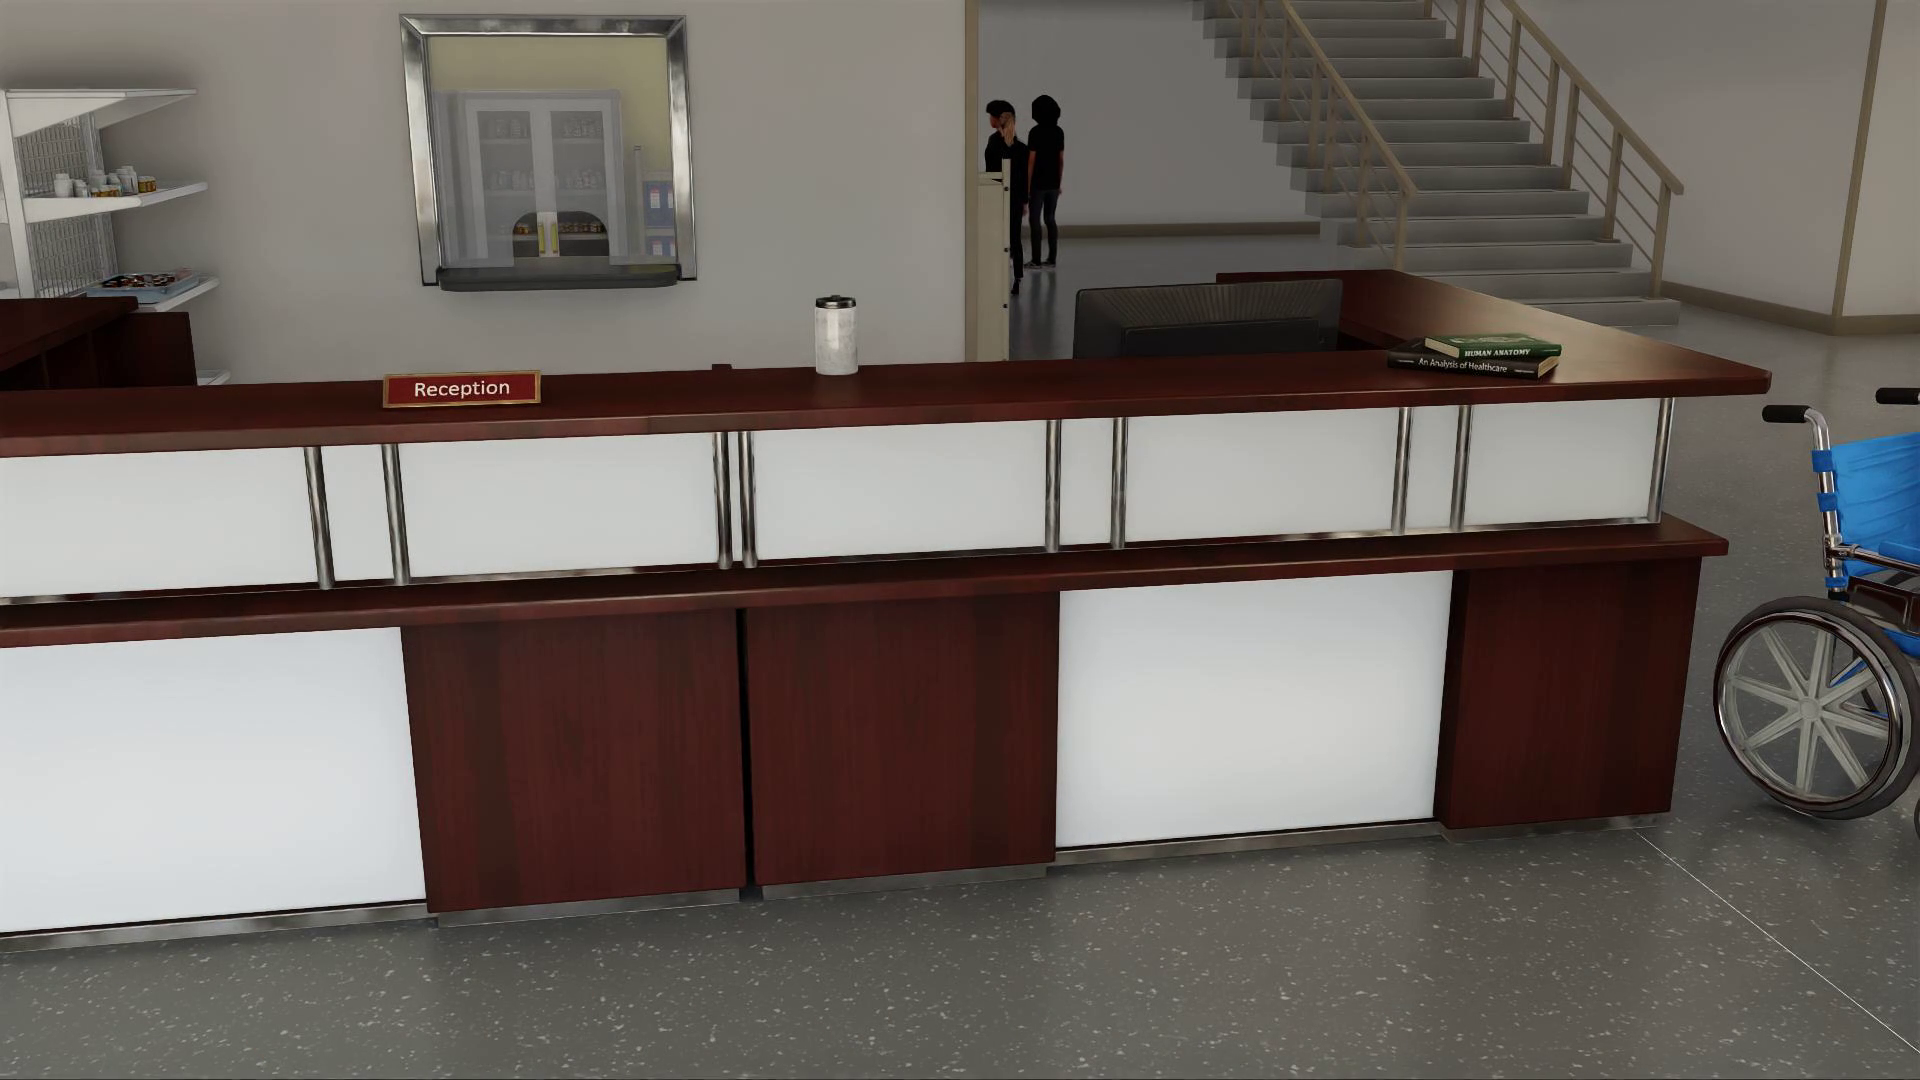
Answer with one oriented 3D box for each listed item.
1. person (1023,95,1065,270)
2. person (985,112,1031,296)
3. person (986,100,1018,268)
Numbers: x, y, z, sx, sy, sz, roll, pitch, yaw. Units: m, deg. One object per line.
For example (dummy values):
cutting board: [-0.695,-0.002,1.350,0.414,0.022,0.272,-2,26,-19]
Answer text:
person: [0.915,-3.846,17.870,0.706,1.824,0.685,-11,19,-34]
person: [0.436,-3.158,15.668,0.653,1.707,0.591,-5,17,-19]
person: [0.440,-3.788,17.781,0.806,1.773,0.711,8,18,26]
